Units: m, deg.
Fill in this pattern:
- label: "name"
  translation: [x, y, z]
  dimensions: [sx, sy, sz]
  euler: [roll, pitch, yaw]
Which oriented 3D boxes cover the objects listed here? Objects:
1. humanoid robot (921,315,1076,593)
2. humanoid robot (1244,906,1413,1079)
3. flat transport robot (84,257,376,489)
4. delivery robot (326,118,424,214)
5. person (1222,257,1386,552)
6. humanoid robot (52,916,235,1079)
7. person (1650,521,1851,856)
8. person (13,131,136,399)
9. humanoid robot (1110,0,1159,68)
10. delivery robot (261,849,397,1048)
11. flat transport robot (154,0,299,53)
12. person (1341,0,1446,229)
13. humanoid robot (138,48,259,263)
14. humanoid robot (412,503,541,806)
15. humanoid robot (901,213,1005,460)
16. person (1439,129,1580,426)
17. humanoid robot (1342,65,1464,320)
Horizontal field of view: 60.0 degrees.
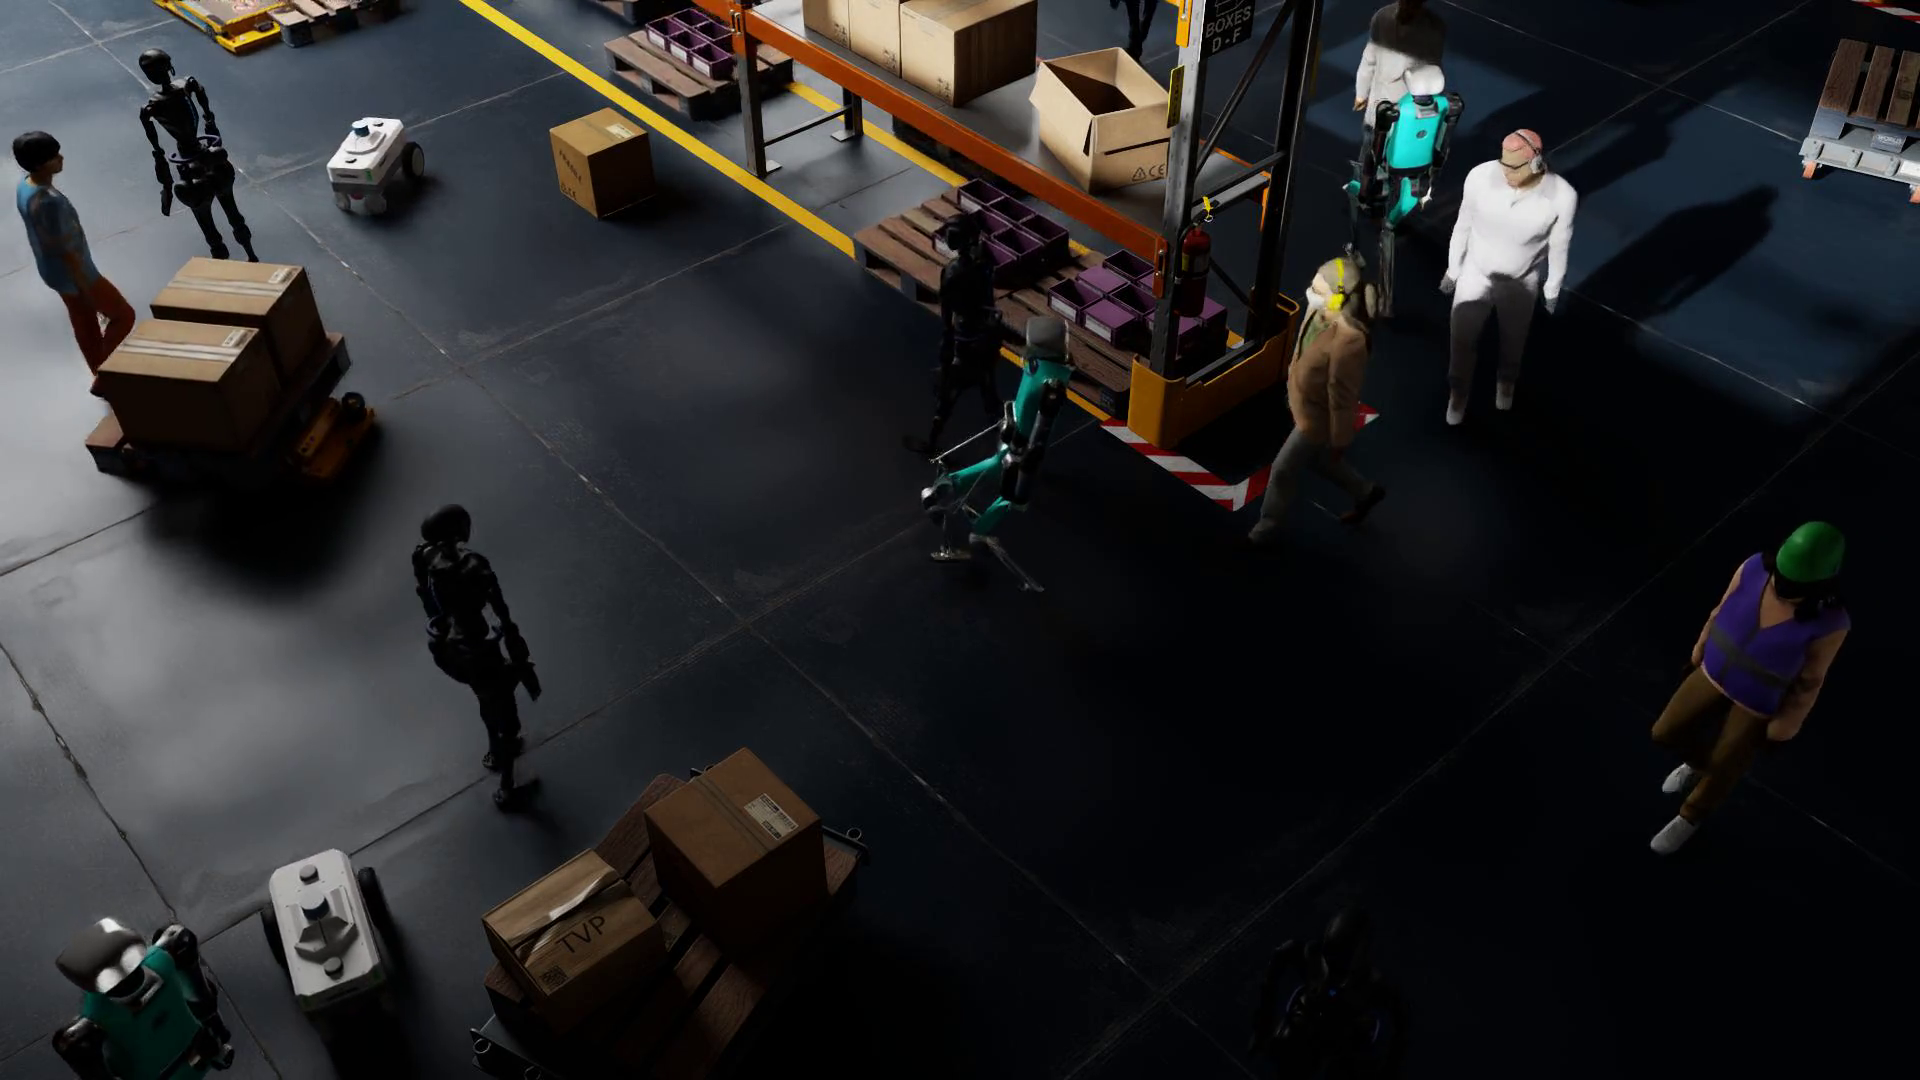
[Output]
- label: "humanoid robot"
  translation: [0.089, -0.378, 8.455]
  dimensions: [0.914, 1.786, 0.555]
  euler: [2, 43, 2]
- label: "humanoid robot"
  translation: [1.349, 1.873, 6.059]
  dimensions: [0.600, 1.631, 0.789]
  euler: [21, 47, 21]
- label: "flat transport robot"
  translation: [-4.269, -0.650, 9.801]
  dimensions: [1.431, 0.231, 0.659]
  euler: [6, 43, 6]
- label: "delivery robot"
  translation: [-4.185, -2.700, 11.829]
  dimensions: [0.499, 0.607, 0.778]
  euler: [4, 43, 5]
- label: "person"
  translation: [1.907, -0.689, 8.681]
  dimensions: [0.846, 1.849, 0.558]
  euler: [-2, 43, -3]
- label: "humanoid robot"
  translation: [-2.963, 1.874, 5.963]
  dimensions: [0.754, 1.762, 0.530]
  euler: [18, 46, 18]
- label: "person"
  translation: [3.392, 0.640, 7.173]
  dimensions: [0.456, 1.918, 0.573]
  euler: [-23, 47, -23]
- label: "person"
  translation: [-5.152, -1.574, 9.714]
  dimensions: [0.499, 1.749, 0.379]
  euler: [27, 49, 26]
- label: "humanoid robot"
  translation: [1.456, -4.289, 12.742]
  dimensions: [0.587, 1.630, 0.746]
  euler: [-14, 45, -15]
- label: "delivery robot"
  translation: [-2.675, 1.689, 7.059]
  dimensions: [0.499, 0.611, 0.809]
  euler: [-19, 46, -20]
- label: "flat transport robot"
  translation: [-6.167, -4.497, 13.987]
  dimensions: [1.431, 0.231, 0.659]
  euler: [33, 52, 31]
- label: "person"
  translation: [2.921, -2.975, 11.199]
  dimensions: [0.568, 1.817, 0.421]
  euler: [21, 47, 21]
- label: "humanoid robot"
  translation: [-4.868, -2.351, 10.604]
  dimensions: [0.315, 1.654, 0.599]
  euler: [15, 45, 16]
- label: "humanoid robot"
  translation: [-2.203, 0.510, 7.505]
  dimensions: [0.601, 1.645, 0.394]
  euler: [22, 47, 22]
- label: "humanoid robot"
  translation: [0.011, -1.105, 9.270]
  dimensions: [0.678, 1.632, 0.616]
  euler: [20, 46, 20]
- label: "person"
  translation: [3.104, -1.493, 9.543]
  dimensions: [0.688, 1.864, 0.722]
  euler: [18, 46, 18]
- label: "humanoid robot"
  translation: [2.702, -2.345, 10.600]
  dimensions: [0.553, 1.749, 0.989]
  euler: [-6, 43, -7]
